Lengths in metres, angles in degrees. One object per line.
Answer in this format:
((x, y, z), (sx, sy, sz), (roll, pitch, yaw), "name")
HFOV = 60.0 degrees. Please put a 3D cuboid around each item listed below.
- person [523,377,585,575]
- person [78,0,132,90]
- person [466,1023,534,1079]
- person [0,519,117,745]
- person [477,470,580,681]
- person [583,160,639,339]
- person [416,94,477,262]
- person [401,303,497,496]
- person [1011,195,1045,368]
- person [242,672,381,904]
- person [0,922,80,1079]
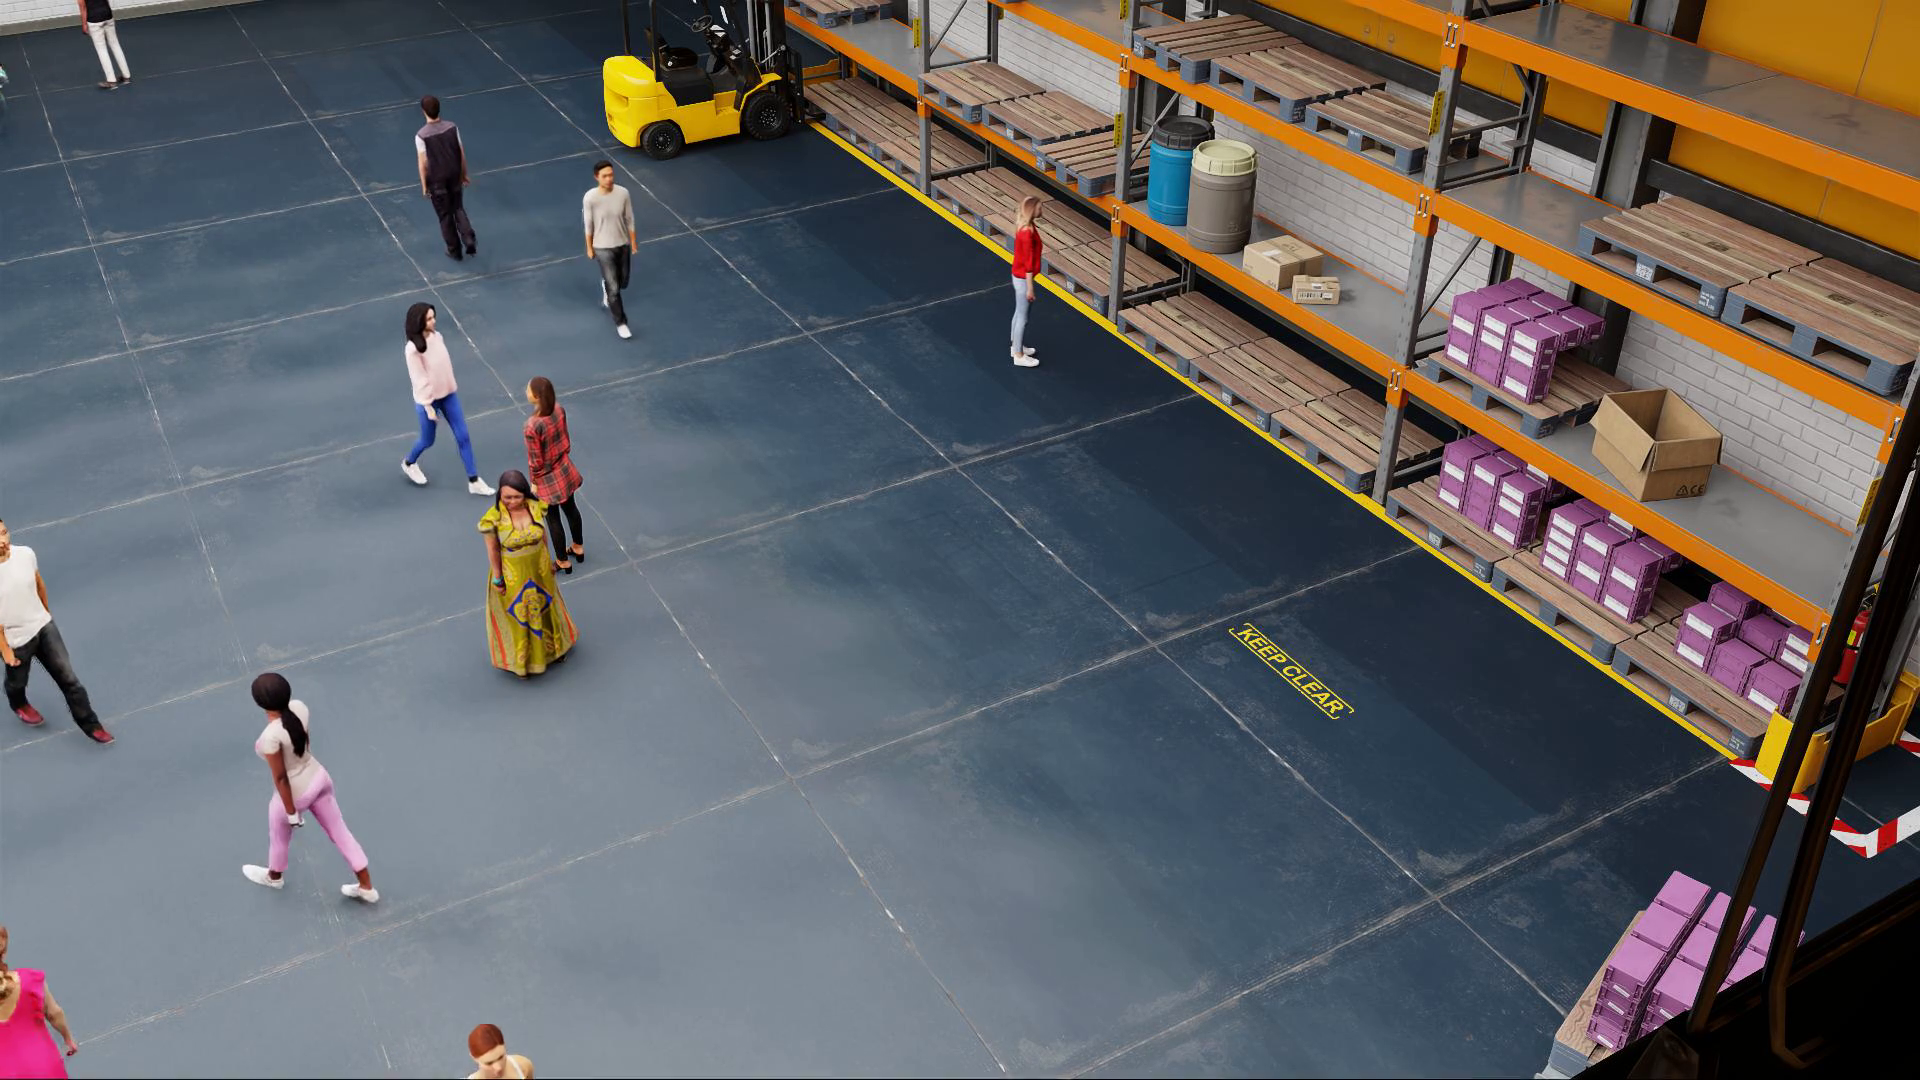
((-3.165, -0.508, 12.914), (0.734, 1.701, 0.706), (14, 36, 20), "person")
((-11.783, -7.117, 22.764), (0.788, 1.803, 0.763), (15, 36, 21), "person")
((-2.195, 2.862, 7.935), (0.663, 1.600, 1.101), (-24, 40, -31), "person")
((-6.353, 0.607, 11.178), (1.254, 1.766, 1.038), (17, 37, 24), "person")
((-3.122, 0.213, 11.868), (0.919, 1.658, 0.865), (-27, 42, -34), "person")
((-3.495, -2.938, 16.495), (0.638, 1.784, 1.003), (-18, 37, -24), "person")
((-5.467, -3.832, 17.787), (0.759, 1.842, 0.817), (-27, 42, -34), "person")
((-4.446, -1.160, 13.864), (1.234, 1.735, 1.031), (17, 37, 23), "person")
((0.626, -2.490, 15.894), (0.749, 1.703, 0.609), (-2, 34, -4), "person")
((-3.810, 1.524, 9.857), (1.138, 1.701, 1.061), (9, 35, 13), "person")
((-4.597, 2.662, 8.154), (0.614, 1.690, 0.759), (-19, 38, -26), "person")
